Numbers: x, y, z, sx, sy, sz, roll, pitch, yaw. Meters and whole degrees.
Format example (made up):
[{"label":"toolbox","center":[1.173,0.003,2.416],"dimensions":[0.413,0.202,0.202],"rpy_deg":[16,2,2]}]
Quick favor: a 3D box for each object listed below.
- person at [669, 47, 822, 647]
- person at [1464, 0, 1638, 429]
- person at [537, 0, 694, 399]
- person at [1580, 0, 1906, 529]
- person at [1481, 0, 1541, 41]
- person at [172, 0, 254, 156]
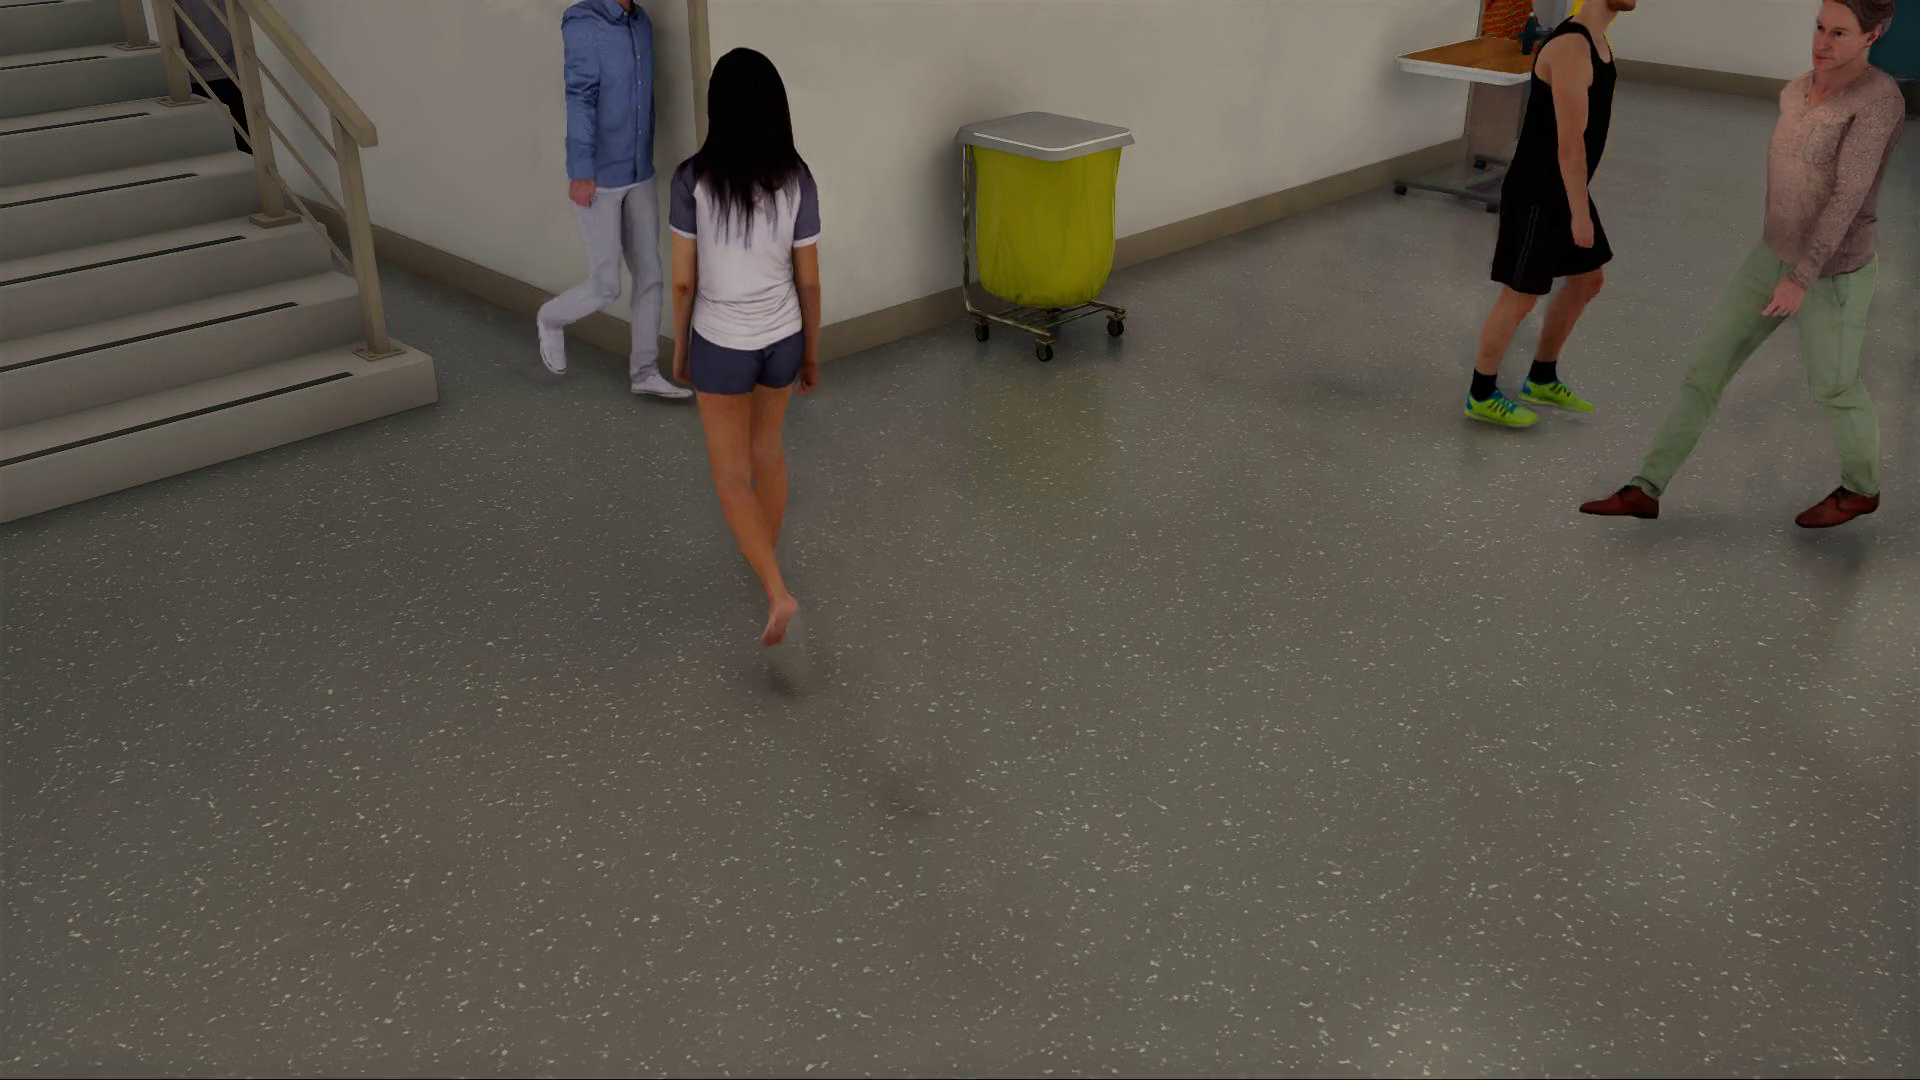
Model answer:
[{"label":"person","center":[-0.603,-0.518,4.845],"dimensions":[0.847,1.708,1.138],"rpy_deg":[-11,28,-21]},{"label":"person","center":[2.158,-1.328,6.338],"dimensions":[0.801,1.871,0.785],"rpy_deg":[12,28,23]},{"label":"person","center":[-1.445,-1.477,6.662],"dimensions":[1.046,1.857,0.847],"rpy_deg":[17,31,32]},{"label":"person","center":[2.819,-0.825,5.369],"dimensions":[1.113,1.806,1.281],"rpy_deg":[-6,26,-13]},{"label":"person","center":[4.298,-4.593,13.365],"dimensions":[1.174,1.648,0.915],"rpy_deg":[10,28,20]},{"label":"person","center":[-3.887,-2.387,8.669],"dimensions":[0.530,1.754,0.613],"rpy_deg":[23,34,39]}]
